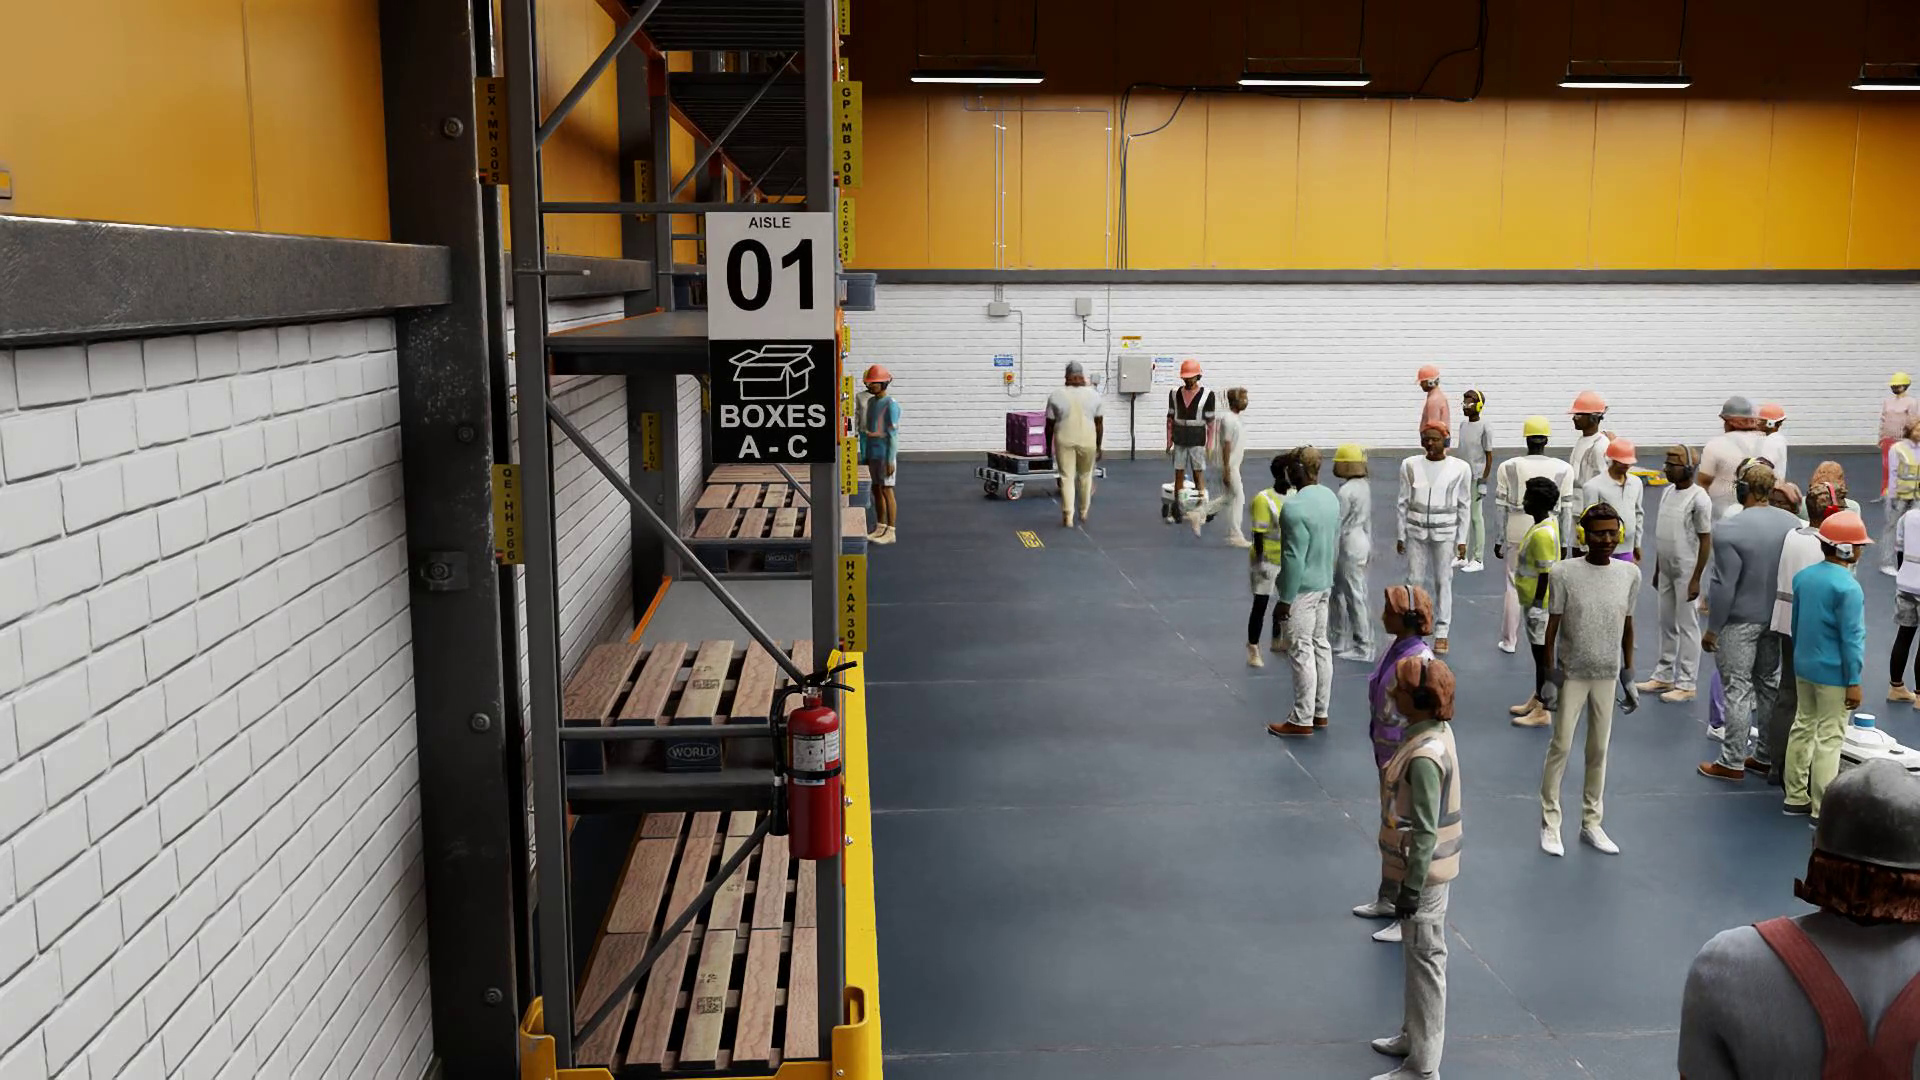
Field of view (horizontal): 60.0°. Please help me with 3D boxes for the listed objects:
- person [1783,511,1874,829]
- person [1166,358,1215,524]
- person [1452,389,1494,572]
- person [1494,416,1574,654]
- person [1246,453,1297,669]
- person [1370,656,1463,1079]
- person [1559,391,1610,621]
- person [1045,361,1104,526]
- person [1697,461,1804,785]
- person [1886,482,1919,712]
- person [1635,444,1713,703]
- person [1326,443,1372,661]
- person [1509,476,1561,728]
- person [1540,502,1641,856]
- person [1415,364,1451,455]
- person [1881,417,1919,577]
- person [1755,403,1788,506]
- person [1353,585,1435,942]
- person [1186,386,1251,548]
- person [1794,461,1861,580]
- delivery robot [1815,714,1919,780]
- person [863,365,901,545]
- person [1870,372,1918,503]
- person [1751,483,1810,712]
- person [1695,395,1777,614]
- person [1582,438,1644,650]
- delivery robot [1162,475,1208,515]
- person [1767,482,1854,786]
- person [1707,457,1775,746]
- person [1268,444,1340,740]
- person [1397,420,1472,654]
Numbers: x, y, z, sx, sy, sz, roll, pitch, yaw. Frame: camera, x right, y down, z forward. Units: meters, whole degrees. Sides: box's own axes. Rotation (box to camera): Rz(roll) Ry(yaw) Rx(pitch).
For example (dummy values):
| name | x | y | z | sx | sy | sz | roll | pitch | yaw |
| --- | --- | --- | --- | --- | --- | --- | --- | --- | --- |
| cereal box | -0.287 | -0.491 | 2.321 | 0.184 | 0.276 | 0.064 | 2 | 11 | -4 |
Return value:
| name | x | y | z | sx | sy | sz | roll | pitch | yaw |
| --- | --- | --- | --- | --- | --- | --- | --- | --- | --- |
| person | 4.793 | 0.710 | 9.150 | 0.327 | 1.753 | 0.563 | -1 | 9 | -3 |
| person | 2.781 | -1.190 | 20.179 | 0.605 | 2.045 | 0.377 | 4 | 10 | 26 |
| person | 5.229 | -0.610 | 17.080 | 0.328 | 1.872 | 0.510 | -4 | 10 | -23 |
| person | 4.577 | -0.034 | 13.319 | 0.586 | 1.920 | 0.397 | 2 | 9 | 14 |
| person | 2.459 | 0.146 | 12.969 | 0.682 | 1.681 | 0.399 | -8 | 12 | -40 |
| person | 1.712 | 1.236 | 6.212 | 0.309 | 1.641 | 0.512 | 3 | 9 | 17 |
| person | 5.366 | -0.255 | 14.312 | 0.372 | 2.044 | 0.607 | 0 | 9 | 1 |
| person | 1.386 | -1.216 | 20.353 | 0.700 | 2.000 | 1.028 | 0 | 9 | -1 |
| person | 4.709 | 0.494 | 9.933 | 0.627 | 1.940 | 0.375 | -3 | 10 | -19 |
| person | 6.739 | 0.349 | 11.598 | 0.316 | 1.695 | 0.541 | -1 | 9 | -8 |
| person | 5.113 | 0.237 | 11.837 | 0.348 | 1.846 | 0.506 | -2 | 9 | -11 |
| person | 2.999 | 0.090 | 13.163 | 0.656 | 1.723 | 0.489 | 5 | 10 | 30 |
| person | 3.890 | 0.415 | 11.183 | 0.322 | 1.696 | 0.536 | 3 | 10 | 19 |
| person | 3.299 | 0.723 | 8.705 | 0.519 | 1.874 | 0.331 | 0 | 9 | -3 |
| person | 5.648 | -1.117 | 19.946 | 0.452 | 1.970 | 0.625 | 4 | 10 | 23 |
| person | 9.500 | -0.405 | 16.577 | 0.529 | 1.619 | 0.649 | -1 | 9 | -7 |
| person | 8.115 | -0.499 | 16.744 | 0.327 | 1.753 | 0.561 | 5 | 10 | 30 |
| person | 2.025 | 1.011 | 7.622 | 0.307 | 1.641 | 0.514 | 0 | 9 | -2 |
| person | 2.942 | -0.820 | 18.581 | 0.719 | 1.827 | 0.502 | 3 | 9 | 15 |
| person | 6.559 | 0.212 | 12.660 | 0.498 | 1.634 | 0.280 | 7 | 11 | 36 |
| delivery robot | 5.084 | 1.226 | 9.378 | 0.477 | 0.478 | 0.707 | -2 | 9 | -11 |
| person | -0.907 | -0.957 | 18.766 | 0.397 | 2.039 | 0.610 | -5 | 10 | -30 |
| person | 12.318 | -1.327 | 21.909 | 0.323 | 1.767 | 0.531 | -3 | 10 | -20 |
| person | 5.573 | 0.419 | 11.347 | 0.525 | 1.636 | 0.307 | 7 | 12 | 38 |
| person | 6.748 | -0.281 | 14.480 | 0.703 | 2.000 | 0.948 | -3 | 10 | -19 |
| person | 5.282 | 0.037 | 13.434 | 0.577 | 1.737 | 0.355 | -3 | 10 | -19 |
| delivery robot | 2.780 | -0.558 | 20.575 | 0.477 | 0.478 | 0.707 | -3 | 9 | -17 |
| person | 4.955 | 0.580 | 9.694 | 0.389 | 1.843 | 0.566 | -2 | 9 | -11 |
| person | 5.111 | 0.387 | 10.815 | 0.328 | 1.873 | 0.519 | 9 | 13 | 44 |
| person | 2.265 | 0.337 | 10.923 | 0.352 | 1.937 | 0.635 | 7 | 11 | 36 |
| person | 3.797 | -0.027 | 13.384 | 0.575 | 1.882 | 0.359 | 5 | 10 | 28 |
